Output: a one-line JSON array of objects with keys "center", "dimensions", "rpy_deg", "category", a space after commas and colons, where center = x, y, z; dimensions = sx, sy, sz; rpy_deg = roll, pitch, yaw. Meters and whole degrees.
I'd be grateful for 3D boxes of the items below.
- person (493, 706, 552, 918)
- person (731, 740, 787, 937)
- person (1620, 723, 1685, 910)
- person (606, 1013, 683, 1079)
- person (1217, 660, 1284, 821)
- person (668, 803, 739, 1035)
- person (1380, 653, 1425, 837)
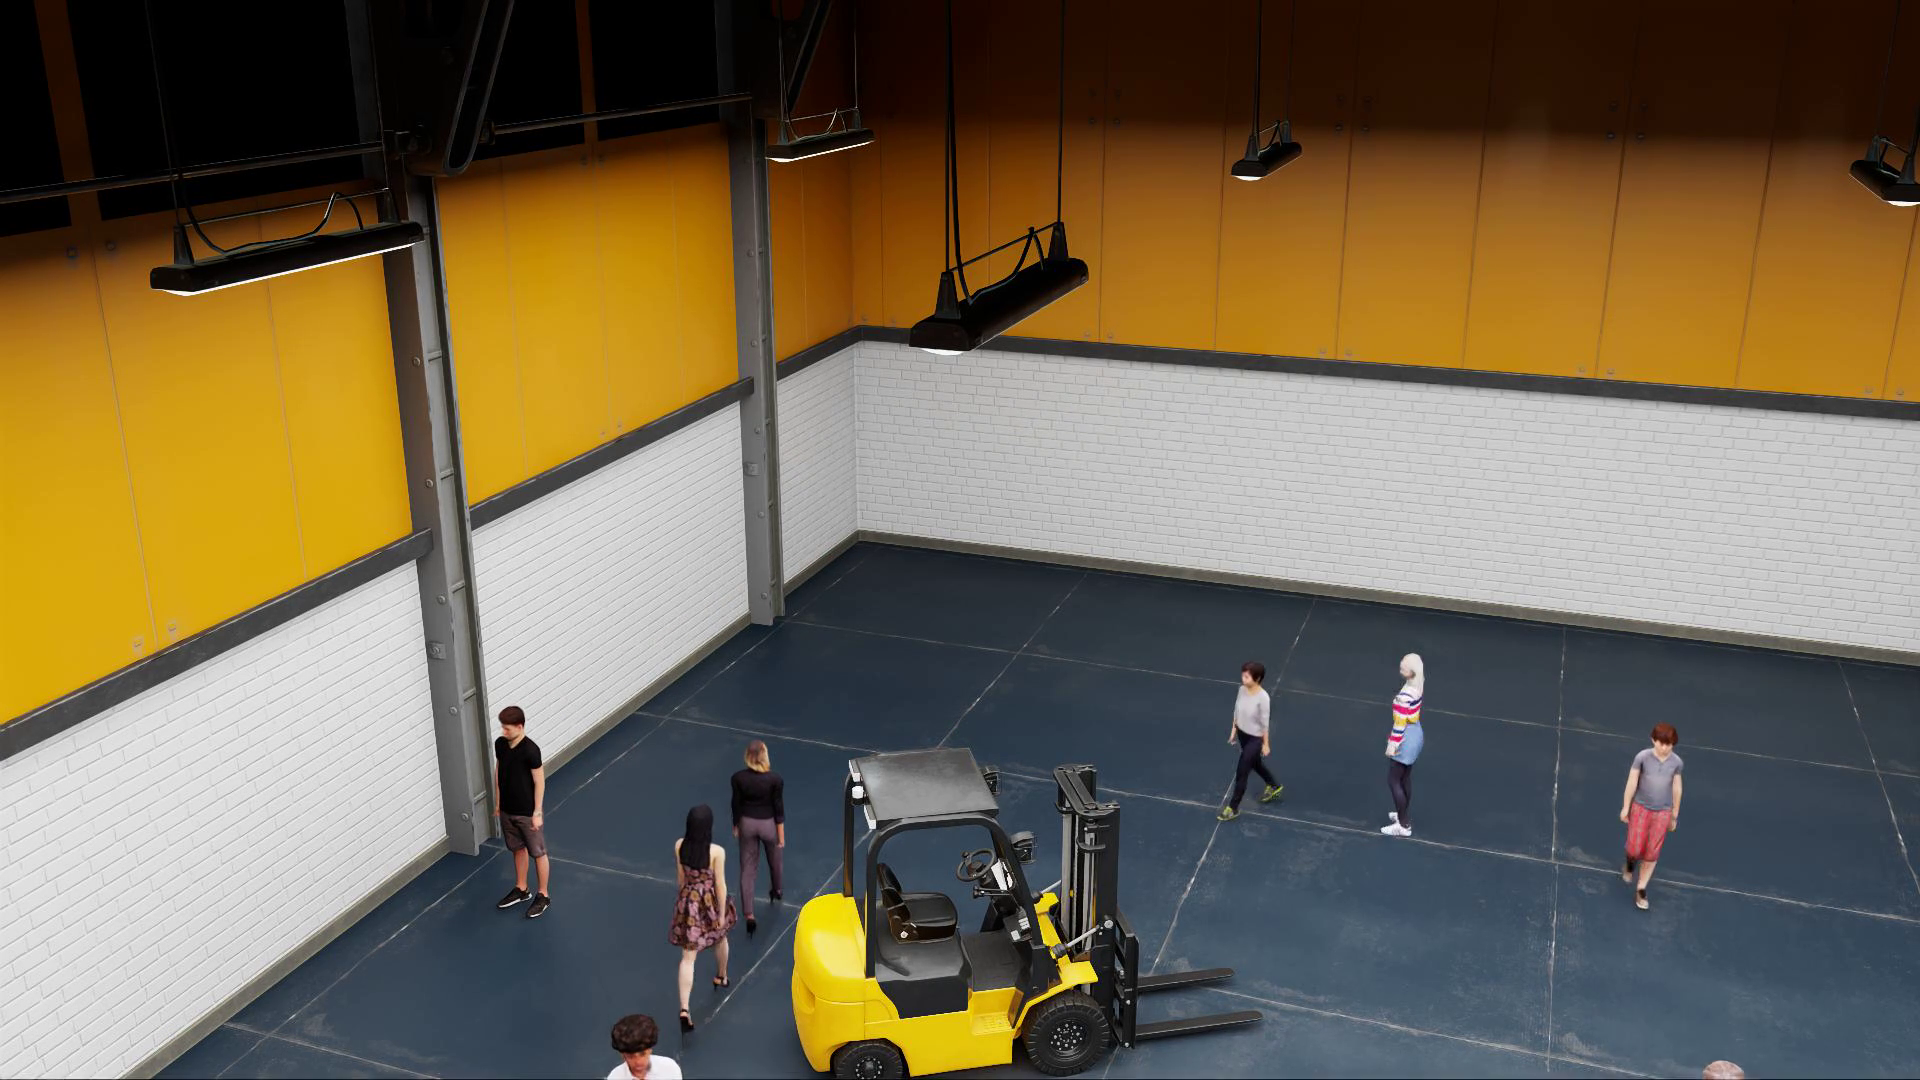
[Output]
[{"center": [-3.655, 2.224, 13.899], "dimensions": [0.717, 1.858, 0.642], "rpy_deg": [11, 21, 28], "category": "person"}, {"center": [-1.666, 2.452, 13.583], "dimensions": [0.798, 1.628, 1.029], "rpy_deg": [1, 19, 3], "category": "person"}, {"center": [5.842, 2.273, 14.089], "dimensions": [0.638, 1.643, 0.800], "rpy_deg": [5, 19, 14], "category": "person"}, {"center": [-1.864, 3.592, 9.969], "dimensions": [1.113, 1.774, 1.197], "rpy_deg": [-8, 20, -22], "category": "person"}, {"center": [2.797, 1.840, 15.571], "dimensions": [1.088, 1.518, 0.993], "rpy_deg": [-9, 21, -26], "category": "person"}, {"center": [-1.955, 2.819, 12.330], "dimensions": [0.746, 1.732, 1.190], "rpy_deg": [3, 19, 10], "category": "person"}, {"center": [4.083, 1.823, 15.194], "dimensions": [0.604, 1.791, 0.805], "rpy_deg": [-14, 23, -35], "category": "person"}]
